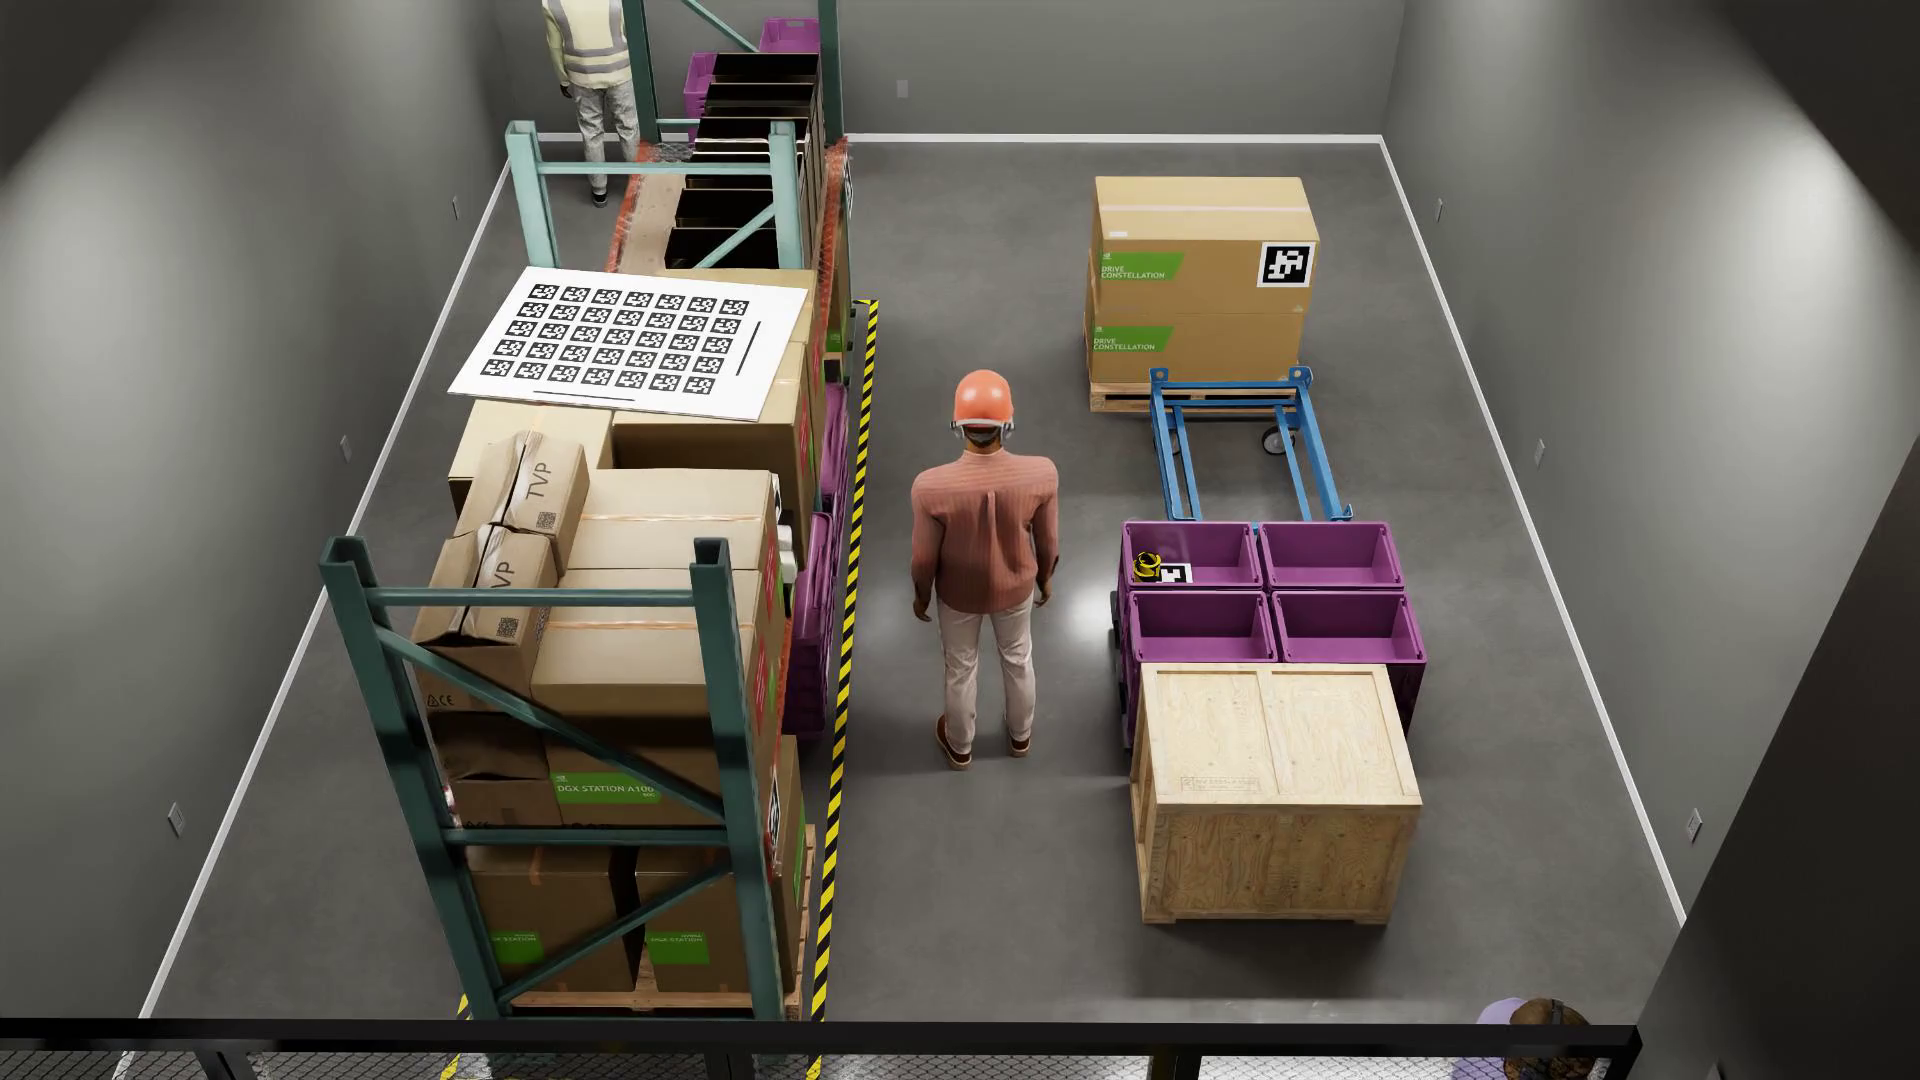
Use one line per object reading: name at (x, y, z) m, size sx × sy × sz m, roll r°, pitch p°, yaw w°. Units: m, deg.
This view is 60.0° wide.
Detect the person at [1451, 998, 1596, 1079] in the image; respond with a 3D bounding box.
person at (1.527, 1.940, 4.902) m, size 0.372 × 1.940 × 0.629 m, roll 11°, pitch 42°, yaw 12°

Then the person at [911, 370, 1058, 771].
person at (0.094, 0.158, 6.898) m, size 0.616 × 1.983 × 0.404 m, roll -8°, pitch 42°, yaw -9°

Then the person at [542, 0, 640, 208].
person at (-2.291, -2.992, 10.604) m, size 0.590 × 1.833 × 0.404 m, roll -5°, pitch 41°, yaw -5°
